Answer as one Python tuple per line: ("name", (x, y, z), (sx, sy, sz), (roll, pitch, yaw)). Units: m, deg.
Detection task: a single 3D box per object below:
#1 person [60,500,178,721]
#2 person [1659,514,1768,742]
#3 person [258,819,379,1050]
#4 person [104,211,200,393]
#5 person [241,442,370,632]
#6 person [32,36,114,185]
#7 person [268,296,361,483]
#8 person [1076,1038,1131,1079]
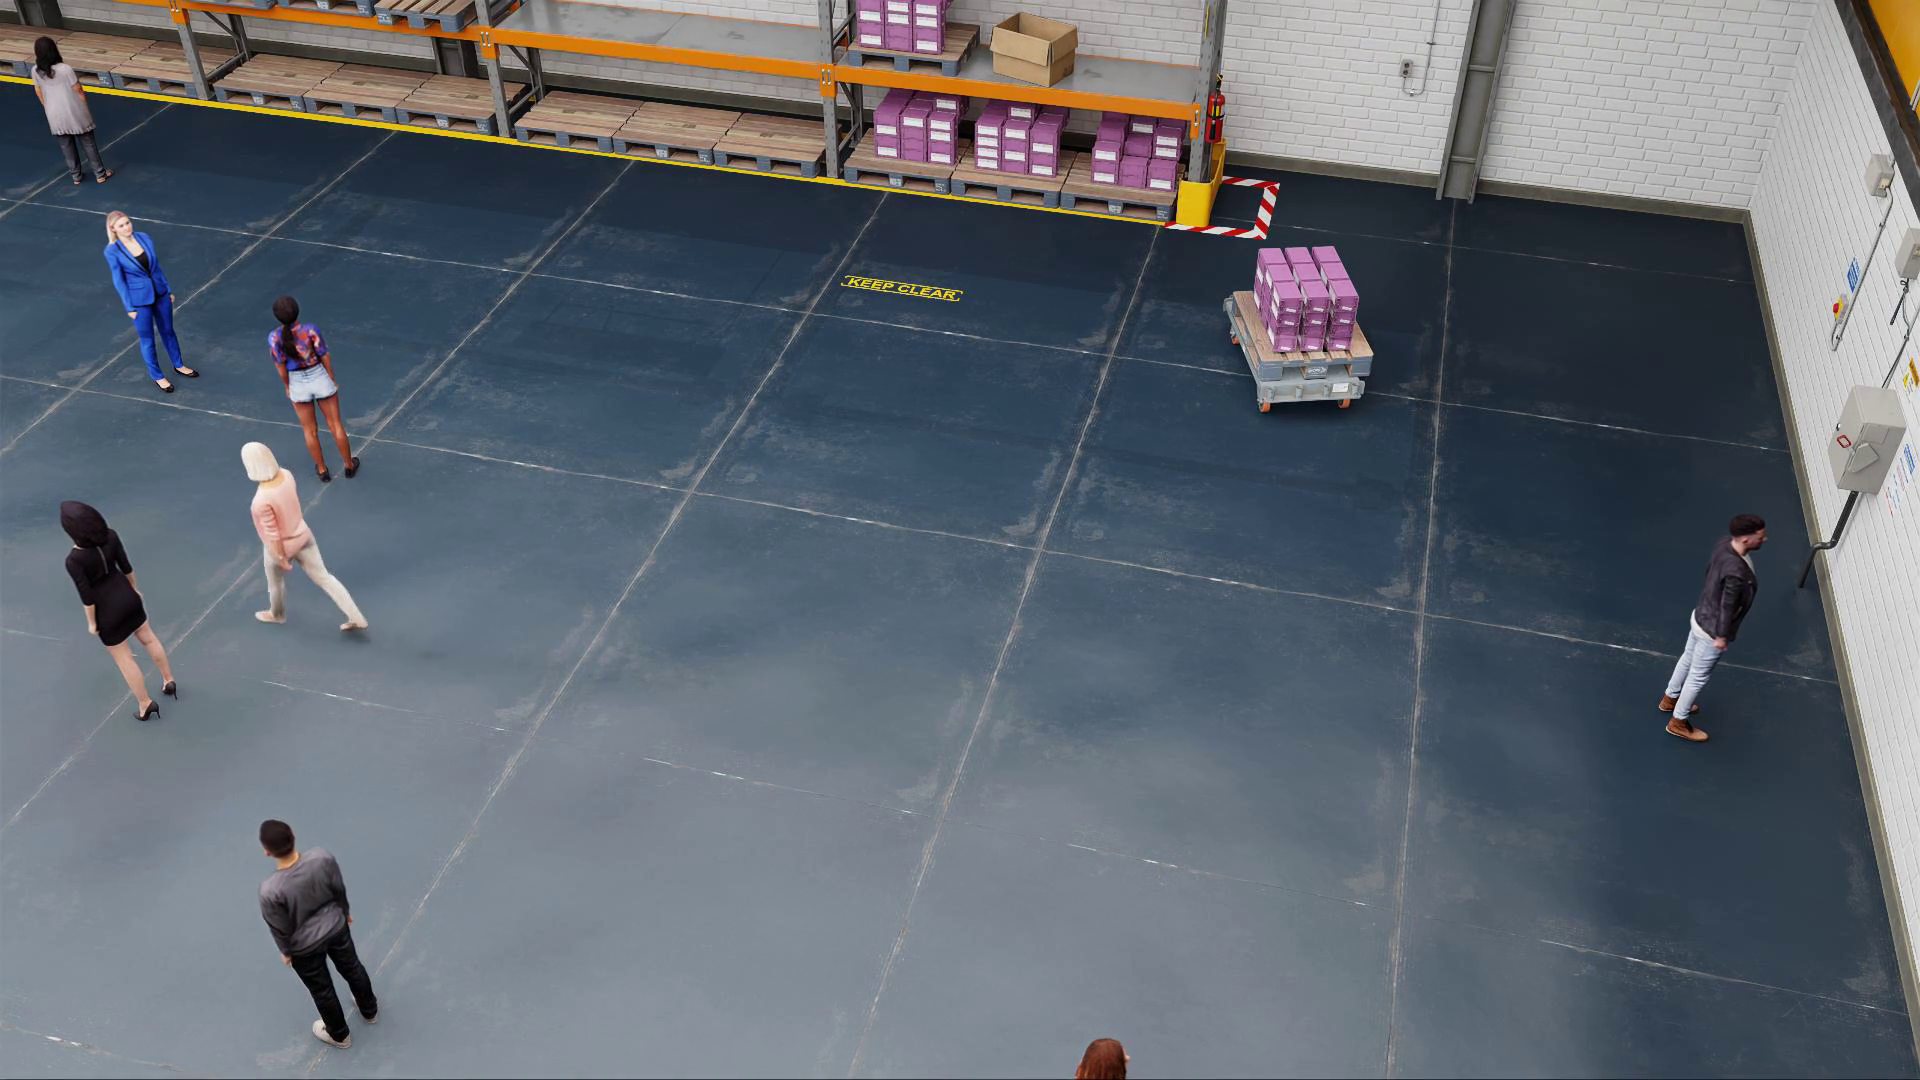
("person", (-5.773, 0.485, 11.379), (0.523, 1.803, 0.625), (14, 41, 17))
("person", (5.090, 0.562, 11.256), (0.565, 1.836, 0.669), (7, 39, 9))
("person", (-3.596, 2.186, 9.279), (0.676, 1.765, 0.691), (26, 45, 29))
("person", (-7.219, -2.140, 14.747), (0.630, 1.701, 0.669), (19, 43, 23))
("person", (-4.775, 0.032, 12.048), (1.149, 1.676, 0.599), (9, 40, 11))
("person", (-9.640, -4.635, 17.945), (0.699, 1.610, 0.785), (-4, 39, -5))
("person", (-5.306, -1.243, 13.592), (0.622, 1.741, 0.727), (-11, 40, -13))
("person", (0.676, 3.020, 8.279), (0.674, 1.711, 0.646), (-12, 40, -14))
